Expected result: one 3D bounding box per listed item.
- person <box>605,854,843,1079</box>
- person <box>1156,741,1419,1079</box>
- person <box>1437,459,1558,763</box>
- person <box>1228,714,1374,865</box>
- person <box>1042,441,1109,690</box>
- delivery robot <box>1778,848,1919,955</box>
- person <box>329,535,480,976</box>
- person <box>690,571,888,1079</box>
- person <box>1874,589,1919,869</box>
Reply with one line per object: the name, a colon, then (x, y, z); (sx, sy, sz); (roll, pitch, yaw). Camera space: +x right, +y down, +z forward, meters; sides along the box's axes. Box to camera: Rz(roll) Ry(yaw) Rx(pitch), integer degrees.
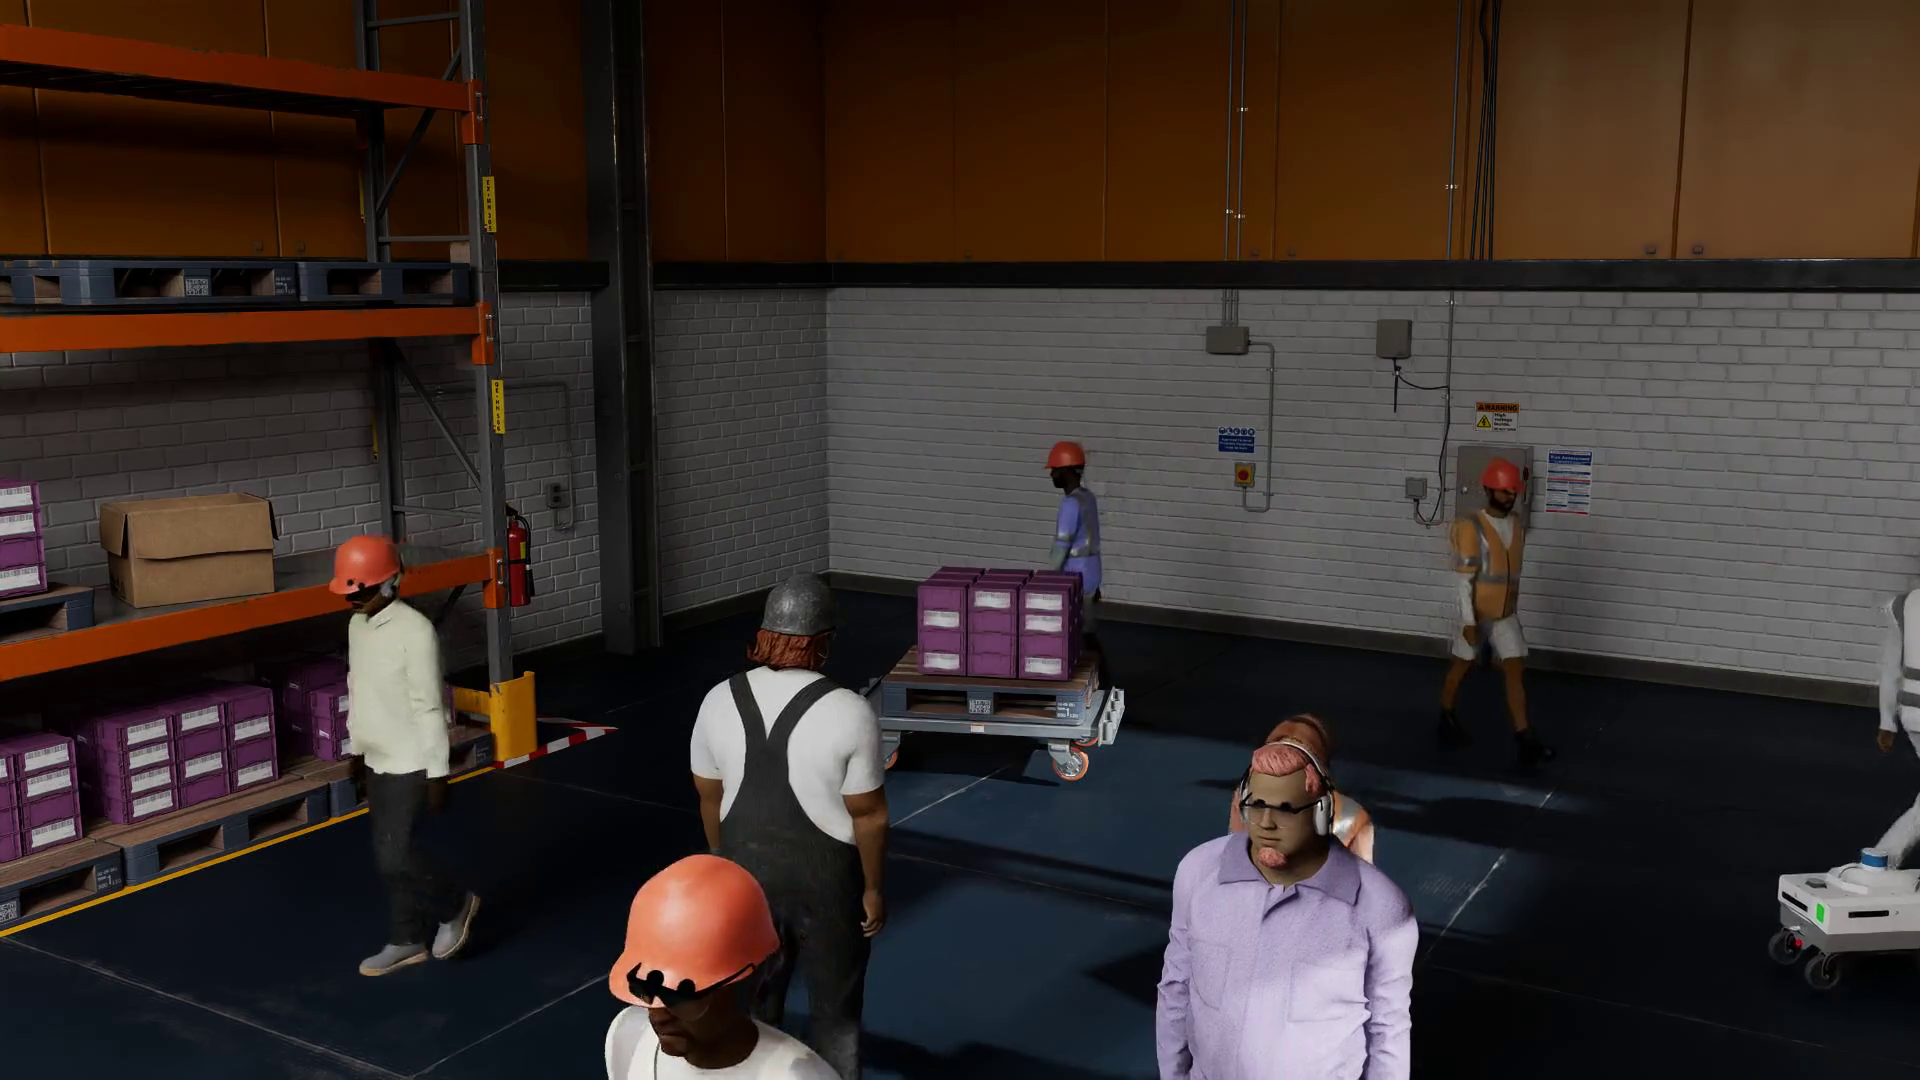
person: (-0.475, 1.548, 3.017); (0.653, 2.018, 0.663); (6, 11, 35)
person: (0.775, 1.428, 4.124); (0.639, 1.911, 0.406); (5, 10, 27)
person: (3.346, 0.433, 10.413); (0.571, 1.879, 1.008); (-4, 10, -22)
person: (1.168, 1.339, 5.573); (0.536, 1.615, 0.651); (7, 11, 36)
person: (0.672, 0.283, 11.314); (0.867, 1.898, 0.546); (2, 9, 11)
delivery robot: (3.914, 1.570, 7.153); (0.707, 0.478, 0.477); (-1, 9, -6)
person: (-2.382, 0.932, 7.049); (0.718, 1.958, 0.533); (8, 12, 42)
person: (-0.533, 1.108, 5.707); (0.684, 2.000, 0.535); (4, 10, 22)
person: (4.541, 0.870, 7.827); (0.914, 1.841, 0.608); (-3, 9, -15)
